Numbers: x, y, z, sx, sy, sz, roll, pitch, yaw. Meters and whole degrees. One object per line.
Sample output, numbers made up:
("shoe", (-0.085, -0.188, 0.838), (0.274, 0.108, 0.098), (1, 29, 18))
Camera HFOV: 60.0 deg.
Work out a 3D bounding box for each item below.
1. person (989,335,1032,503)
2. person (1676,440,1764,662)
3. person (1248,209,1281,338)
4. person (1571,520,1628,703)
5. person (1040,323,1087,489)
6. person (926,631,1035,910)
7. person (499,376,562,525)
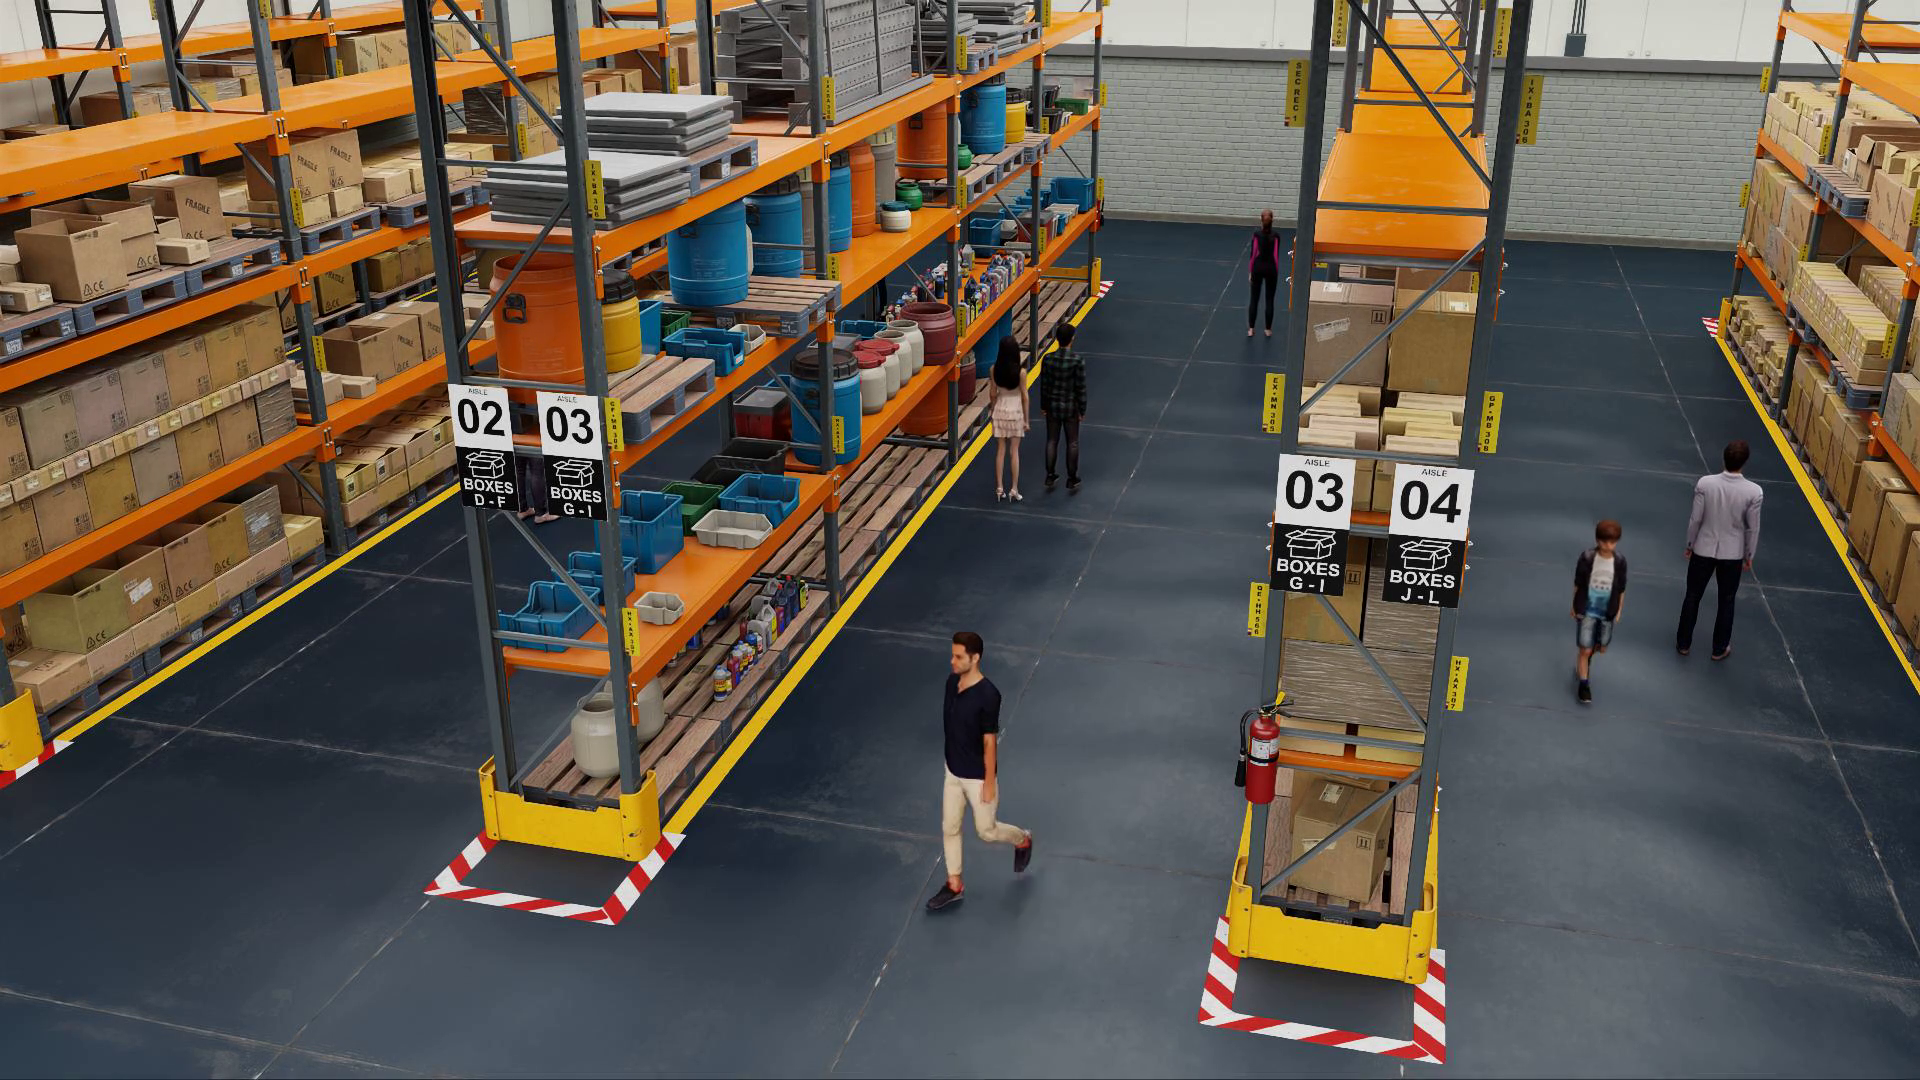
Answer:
("person", (0.486, -1.221, 16.828), (0.608, 1.735, 0.570), (9, 24, 22))
("person", (6.157, 0.077, 13.500), (0.730, 1.852, 0.649), (12, 25, 26))
("person", (4.165, -3.657, 22.765), (0.540, 1.748, 0.536), (5, 23, 12))
("person", (4.960, 0.518, 12.977), (0.591, 1.430, 0.879), (3, 22, 8))
("person", (1.058, -1.382, 17.044), (0.664, 1.709, 0.519), (7, 23, 16))
("person", (0.139, 1.398, 10.287), (1.137, 1.838, 0.977), (-19, 29, -39))
("person", (-4.264, -1.059, 16.316), (0.755, 1.823, 0.710), (14, 26, 30))
